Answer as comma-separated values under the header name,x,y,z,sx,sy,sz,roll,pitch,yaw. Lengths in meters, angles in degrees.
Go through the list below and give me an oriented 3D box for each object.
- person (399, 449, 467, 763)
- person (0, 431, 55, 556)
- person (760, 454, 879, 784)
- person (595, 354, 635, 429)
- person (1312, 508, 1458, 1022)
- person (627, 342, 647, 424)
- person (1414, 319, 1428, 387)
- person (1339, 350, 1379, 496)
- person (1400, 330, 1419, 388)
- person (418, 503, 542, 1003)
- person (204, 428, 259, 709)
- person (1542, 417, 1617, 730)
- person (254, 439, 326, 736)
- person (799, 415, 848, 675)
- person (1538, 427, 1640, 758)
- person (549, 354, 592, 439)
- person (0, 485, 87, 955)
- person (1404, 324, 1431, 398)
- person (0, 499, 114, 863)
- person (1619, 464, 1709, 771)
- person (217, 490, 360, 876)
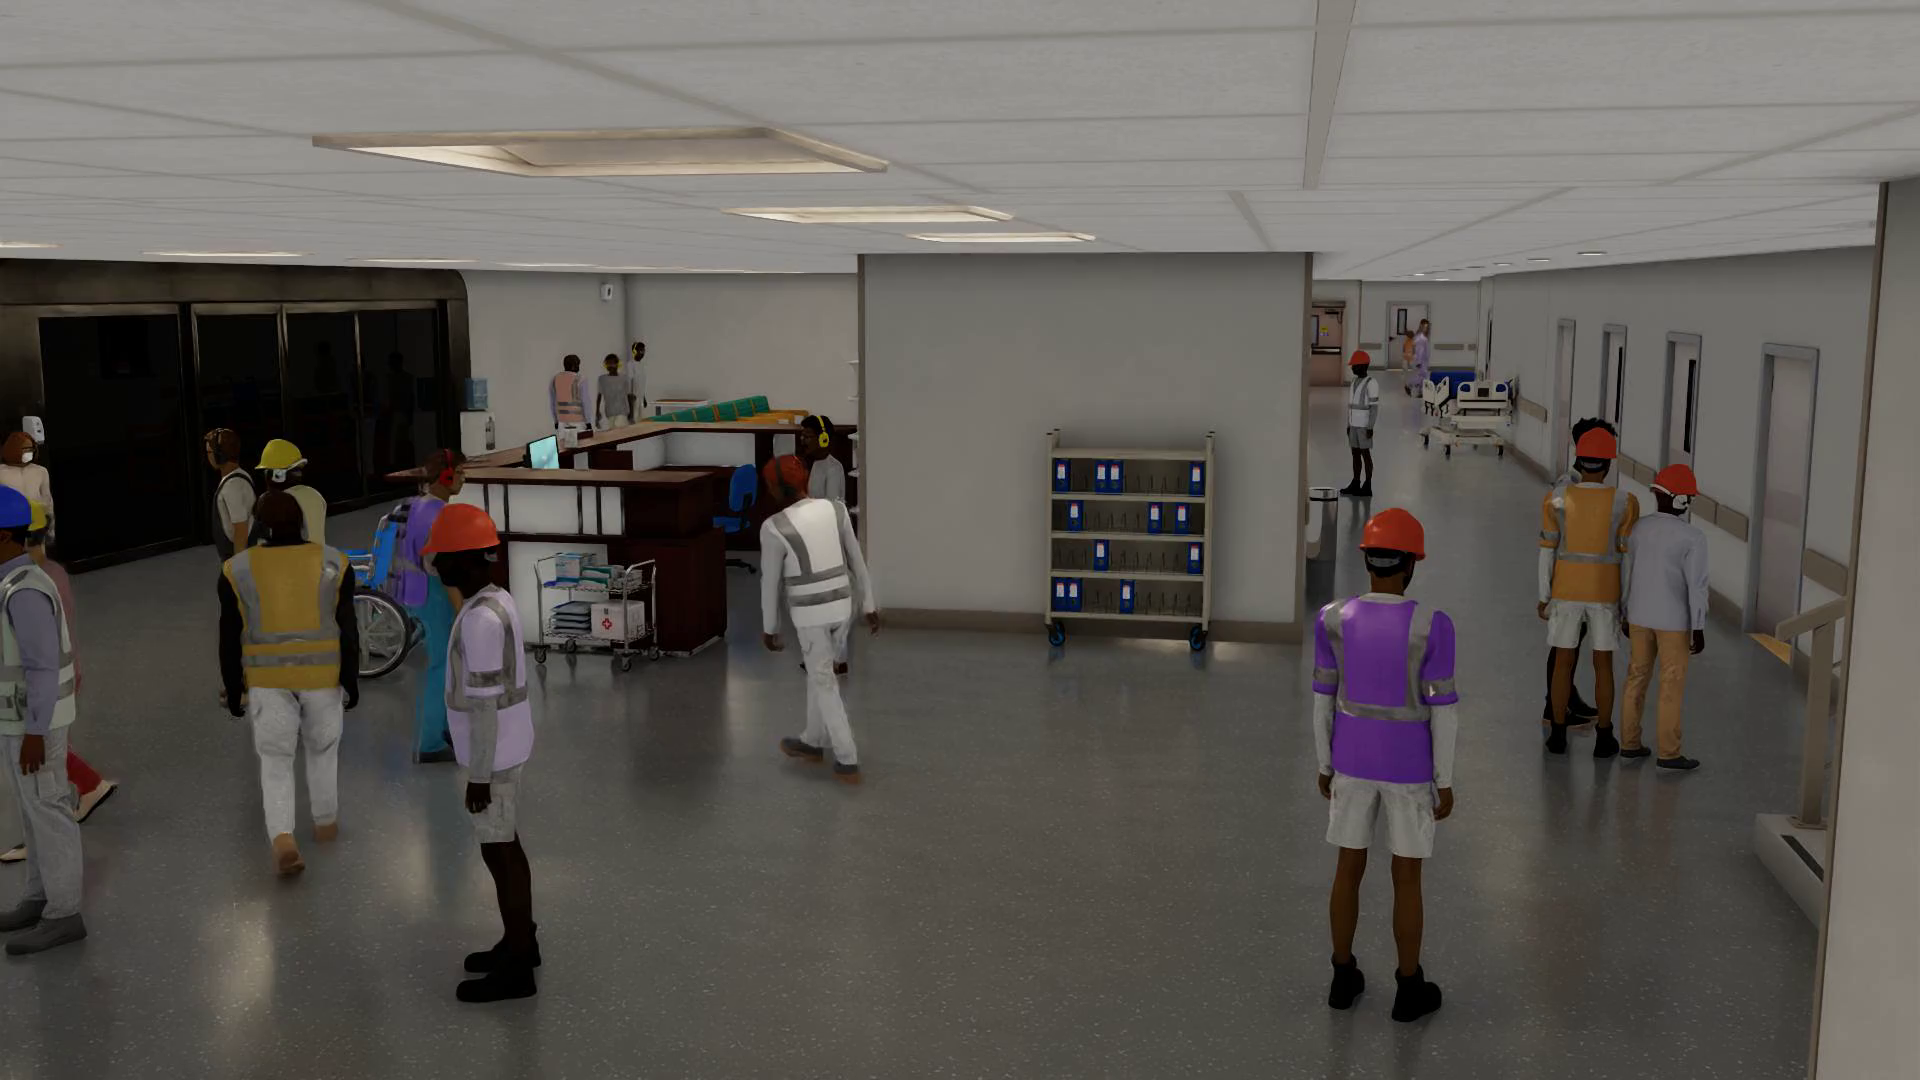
name,x,y,z,sx,sy,sz,roll,pitch,yaw
person,-2.980,0.385,9.645,0.502,1.819,0.604,-5,10,-28
person,-7.448,-0.055,13.228,0.283,1.628,0.504,5,10,29
person,-0.849,0.424,9.348,0.658,1.830,0.811,-8,12,-43
person,-5.061,-1.832,24.447,0.538,1.808,0.960,1,9,7
person,1.604,0.840,6.277,0.543,1.928,0.374,5,10,31
person,-5.394,-2.381,27.863,0.308,1.864,0.535,2,9,13
person,12.931,-5.235,46.617,0.383,1.928,0.636,3,9,20
person,5.298,-1.543,22.071,0.363,1.934,0.553,-3,9,-20
person,12.645,-5.050,46.483,0.571,1.592,0.672,8,12,44
person,-1.865,0.815,6.469,0.404,1.928,0.545,-2,9,-11
person,-4.751,0.181,10.929,0.351,1.842,0.507,-3,9,-18
person,3.870,0.205,10.418,0.387,1.954,0.610,6,10,33
person,-4.111,0.293,10.232,0.404,1.828,0.603,0,9,2
person,-0.970,0.039,11.826,0.326,1.862,0.508,-3,9,-19
person,3.690,0.306,9.792,0.550,1.935,0.376,4,9,25
person,-5.392,-1.663,23.181,0.633,1.841,0.429,3,9,22
person,-3.894,0.734,6.916,0.404,1.948,0.605,-7,11,-38
person,11.594,-4.518,41.980,0.544,1.886,0.673,2,9,14
person,-4.474,0.648,8.122,0.546,1.747,0.603,6,10,34
person,4.044,0.436,9.538,0.341,1.749,0.572,-5,10,-29
person,-3.183,0.660,7.924,0.629,1.805,0.901,-3,9,-21
